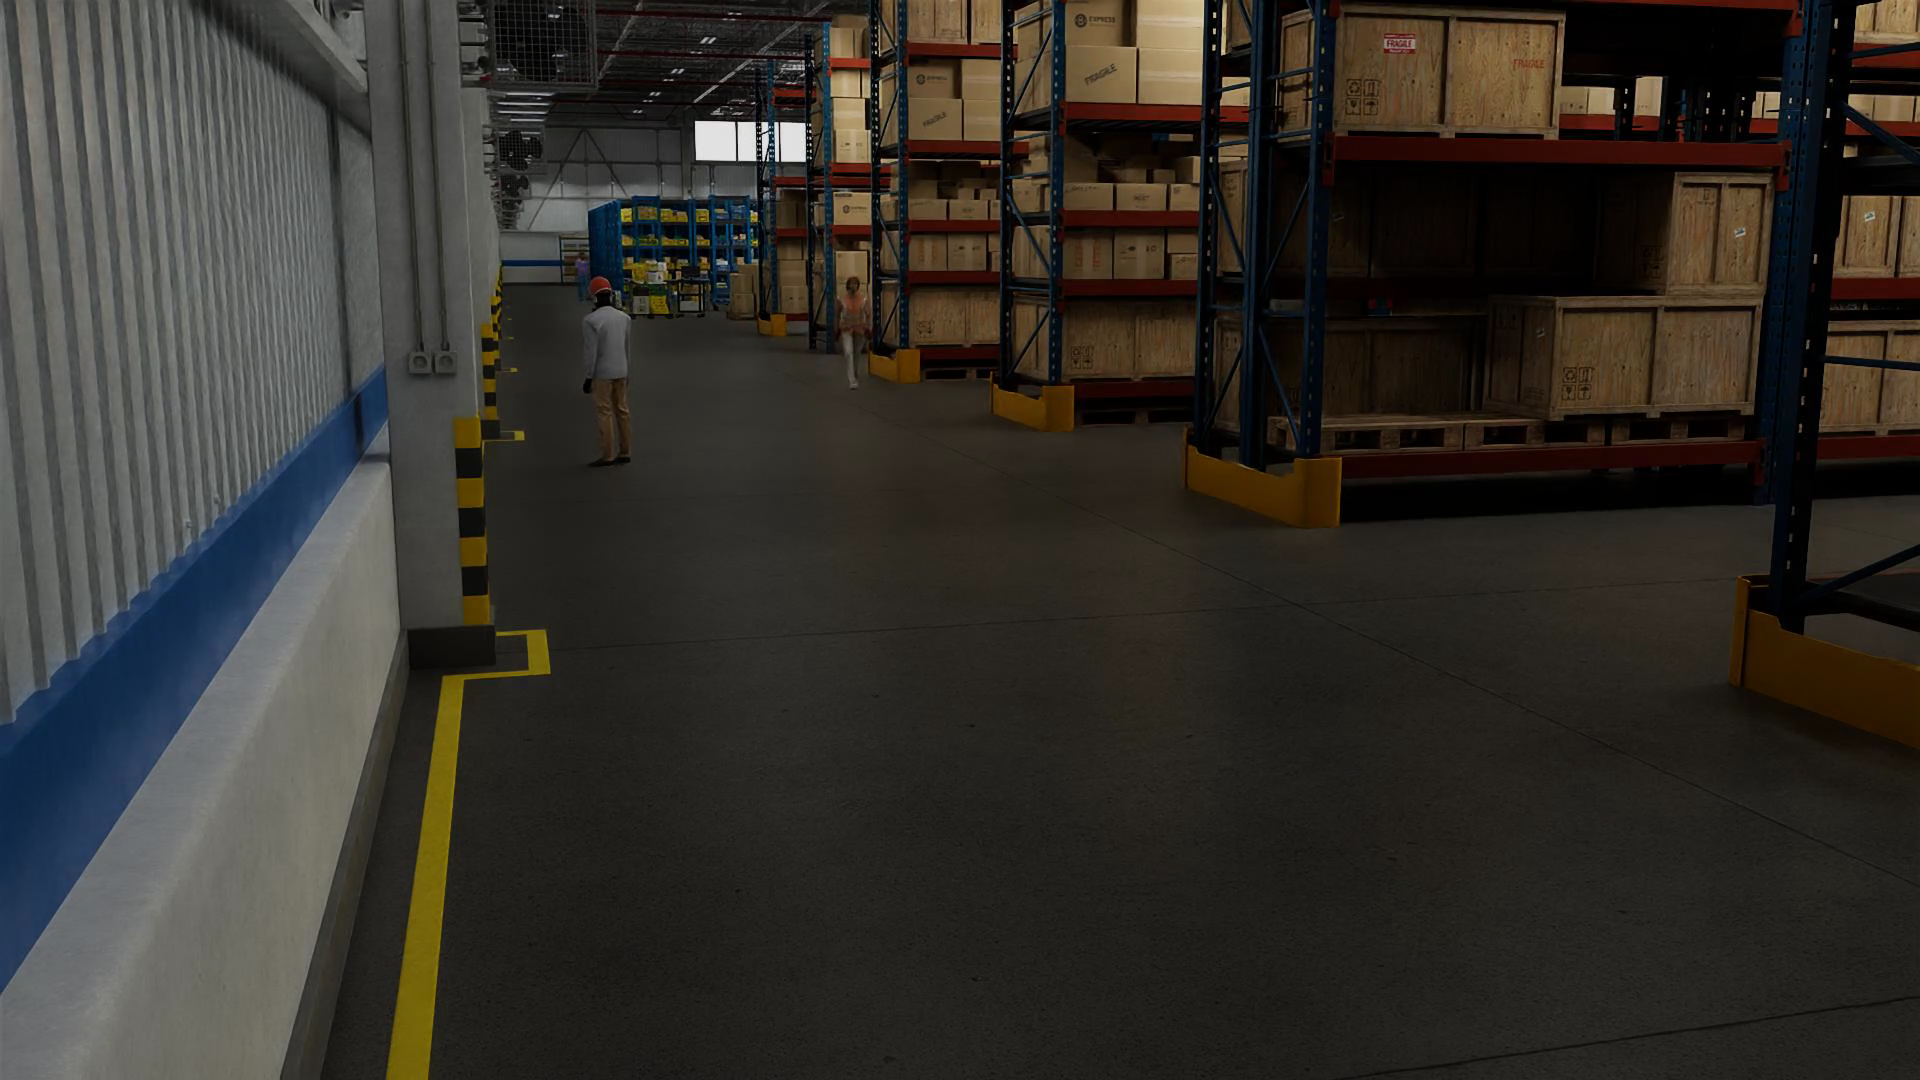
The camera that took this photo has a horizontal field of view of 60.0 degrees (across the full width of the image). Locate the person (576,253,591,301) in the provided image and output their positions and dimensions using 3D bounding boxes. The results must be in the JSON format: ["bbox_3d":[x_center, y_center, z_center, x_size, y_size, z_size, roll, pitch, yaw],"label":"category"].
[{"bbox_3d":[-14.029,-9.788,61.893,0.586,1.791,0.985,-5,11,-27],"label":"person"}]

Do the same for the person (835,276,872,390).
[{"bbox_3d":[-1.531,-2.980,23.858,0.524,1.606,0.829,-2,10,-13],"label":"person"}]

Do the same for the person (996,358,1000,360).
[{"bbox_3d":[1.000,-4.079,29.680,0.798,1.733,0.548,1,10,4],"label":"person"}]

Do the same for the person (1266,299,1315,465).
[{"bbox_3d":[3.058,-1.662,15.473,1.034,1.945,0.627,-6,12,-32],"label":"person"}]

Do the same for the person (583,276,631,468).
[{"bbox_3d":[-3.262,-1.539,15.293,0.339,1.746,0.562,7,12,33],"label":"person"}]

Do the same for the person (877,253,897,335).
[{"bbox_3d":[-1.203,-3.787,27.551,0.475,1.924,0.548,-4,11,-21],"label":"person"}]
